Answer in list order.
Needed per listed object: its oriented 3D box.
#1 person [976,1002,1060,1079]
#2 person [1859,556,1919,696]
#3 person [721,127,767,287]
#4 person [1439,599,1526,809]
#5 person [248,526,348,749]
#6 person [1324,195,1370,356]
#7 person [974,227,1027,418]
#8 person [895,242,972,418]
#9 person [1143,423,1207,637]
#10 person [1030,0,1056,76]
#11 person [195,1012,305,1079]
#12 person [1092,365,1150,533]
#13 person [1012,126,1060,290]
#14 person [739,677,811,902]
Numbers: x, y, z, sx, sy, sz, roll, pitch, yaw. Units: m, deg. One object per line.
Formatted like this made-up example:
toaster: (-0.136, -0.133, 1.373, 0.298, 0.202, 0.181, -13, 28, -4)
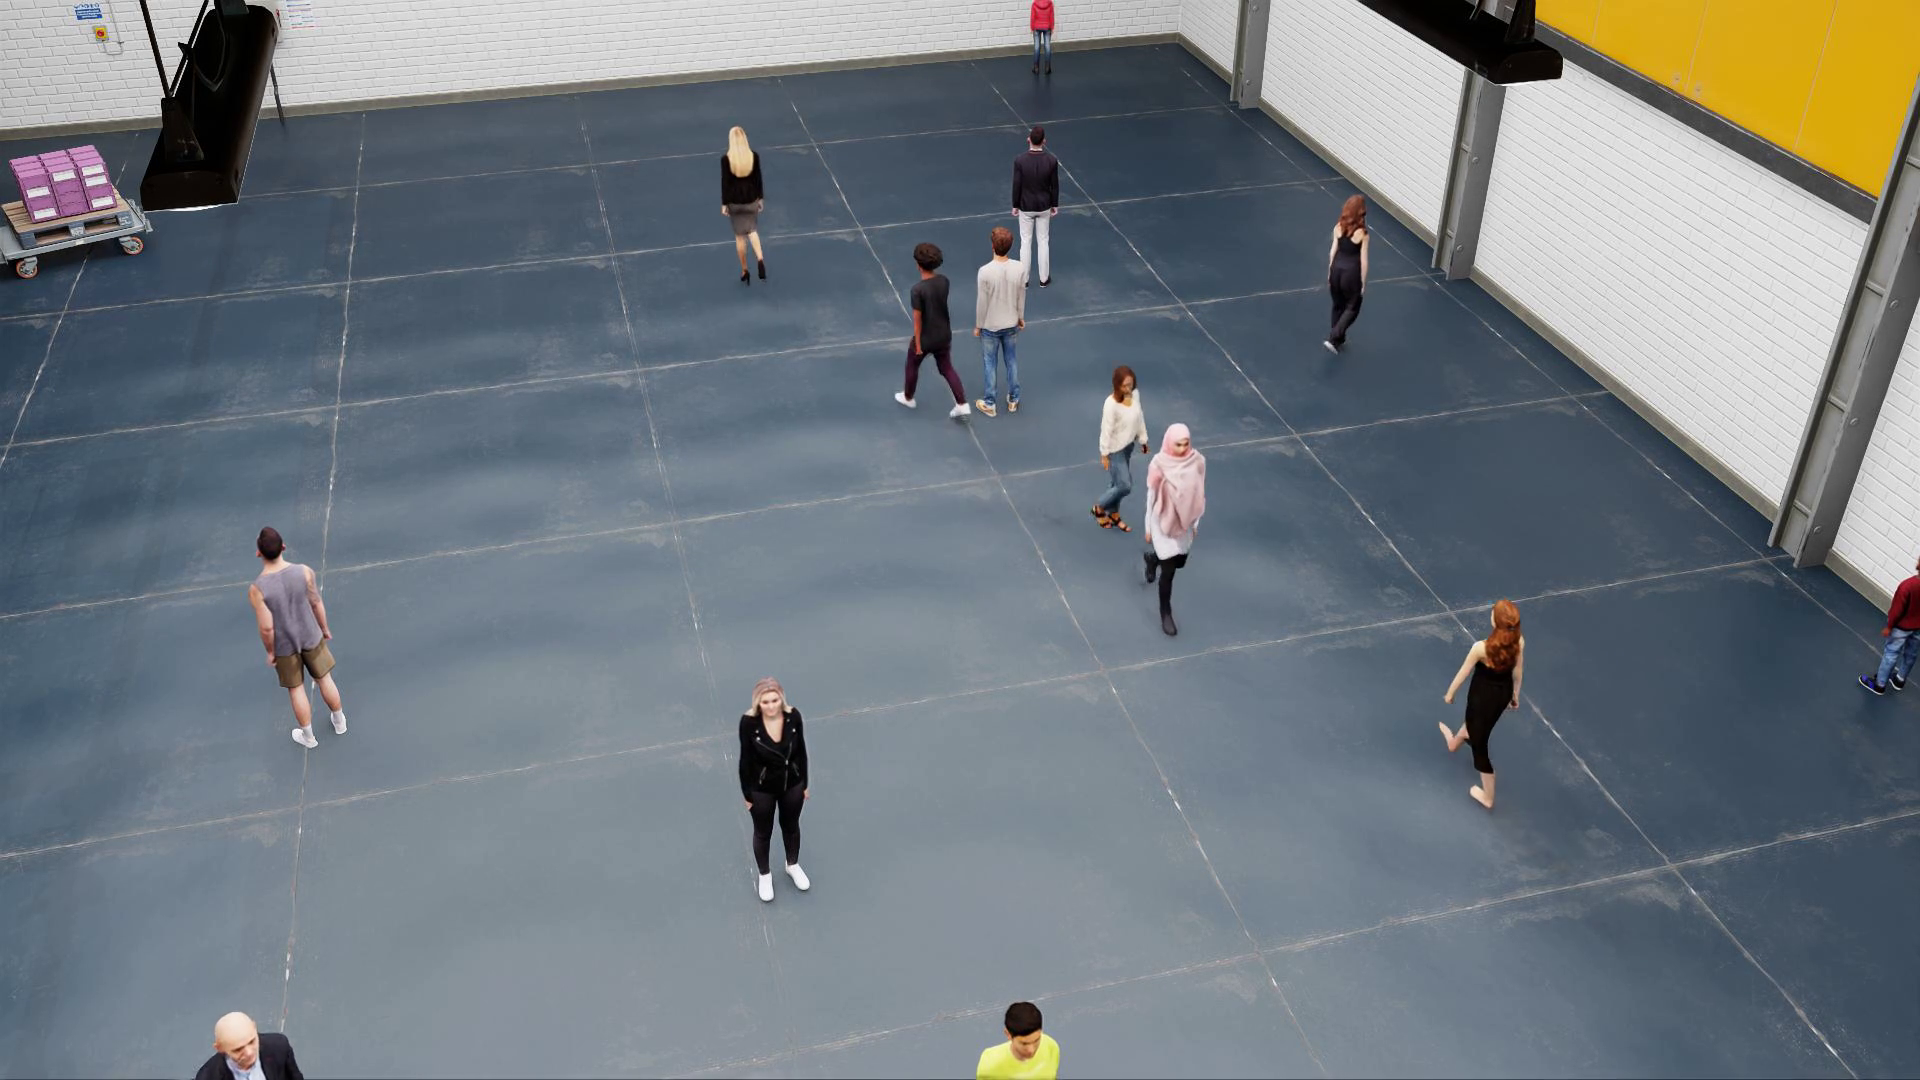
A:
person: (0.291, 2.968, 8.502, 0.666, 1.708, 0.602, -16, 37, -22)
person: (7.113, 0.614, 12.453, 0.512, 1.254, 0.489, -6, 34, -9)
person: (-2.351, -3.619, 18.300, 0.709, 1.831, 0.846, -16, 37, -22)
person: (3.645, 1.155, 11.338, 0.654, 1.588, 1.032, -11, 35, -16)
person: (-4.742, 0.696, 11.860, 0.716, 1.845, 0.722, -27, 42, -34)
person: (3.896, -2.663, 16.947, 0.911, 1.735, 0.941, 23, 40, 30)
person: (0.383, -2.080, 15.919, 0.691, 1.903, 0.590, -12, 35, -17)
person: (-0.207, -1.952, 15.869, 0.901, 1.745, 1.176, -25, 41, -33)
person: (1.635, -0.154, 13.129, 0.635, 1.784, 1.005, -10, 35, -14)
person: (1.230, -7.620, 24.785, 0.558, 1.314, 0.559, -1, 34, -1)
person: (-3.554, 2.995, 8.416, 0.981, 1.757, 1.293, -23, 40, -30)
person: (1.280, -0.796, 14.204, 0.821, 1.665, 0.767, 18, 38, 25)
person: (0.822, -3.673, 18.374, 0.714, 1.840, 0.627, -1, 34, -1)
person: (-1.183, 1.565, 10.631, 0.626, 1.687, 0.561, -13, 36, -18)
